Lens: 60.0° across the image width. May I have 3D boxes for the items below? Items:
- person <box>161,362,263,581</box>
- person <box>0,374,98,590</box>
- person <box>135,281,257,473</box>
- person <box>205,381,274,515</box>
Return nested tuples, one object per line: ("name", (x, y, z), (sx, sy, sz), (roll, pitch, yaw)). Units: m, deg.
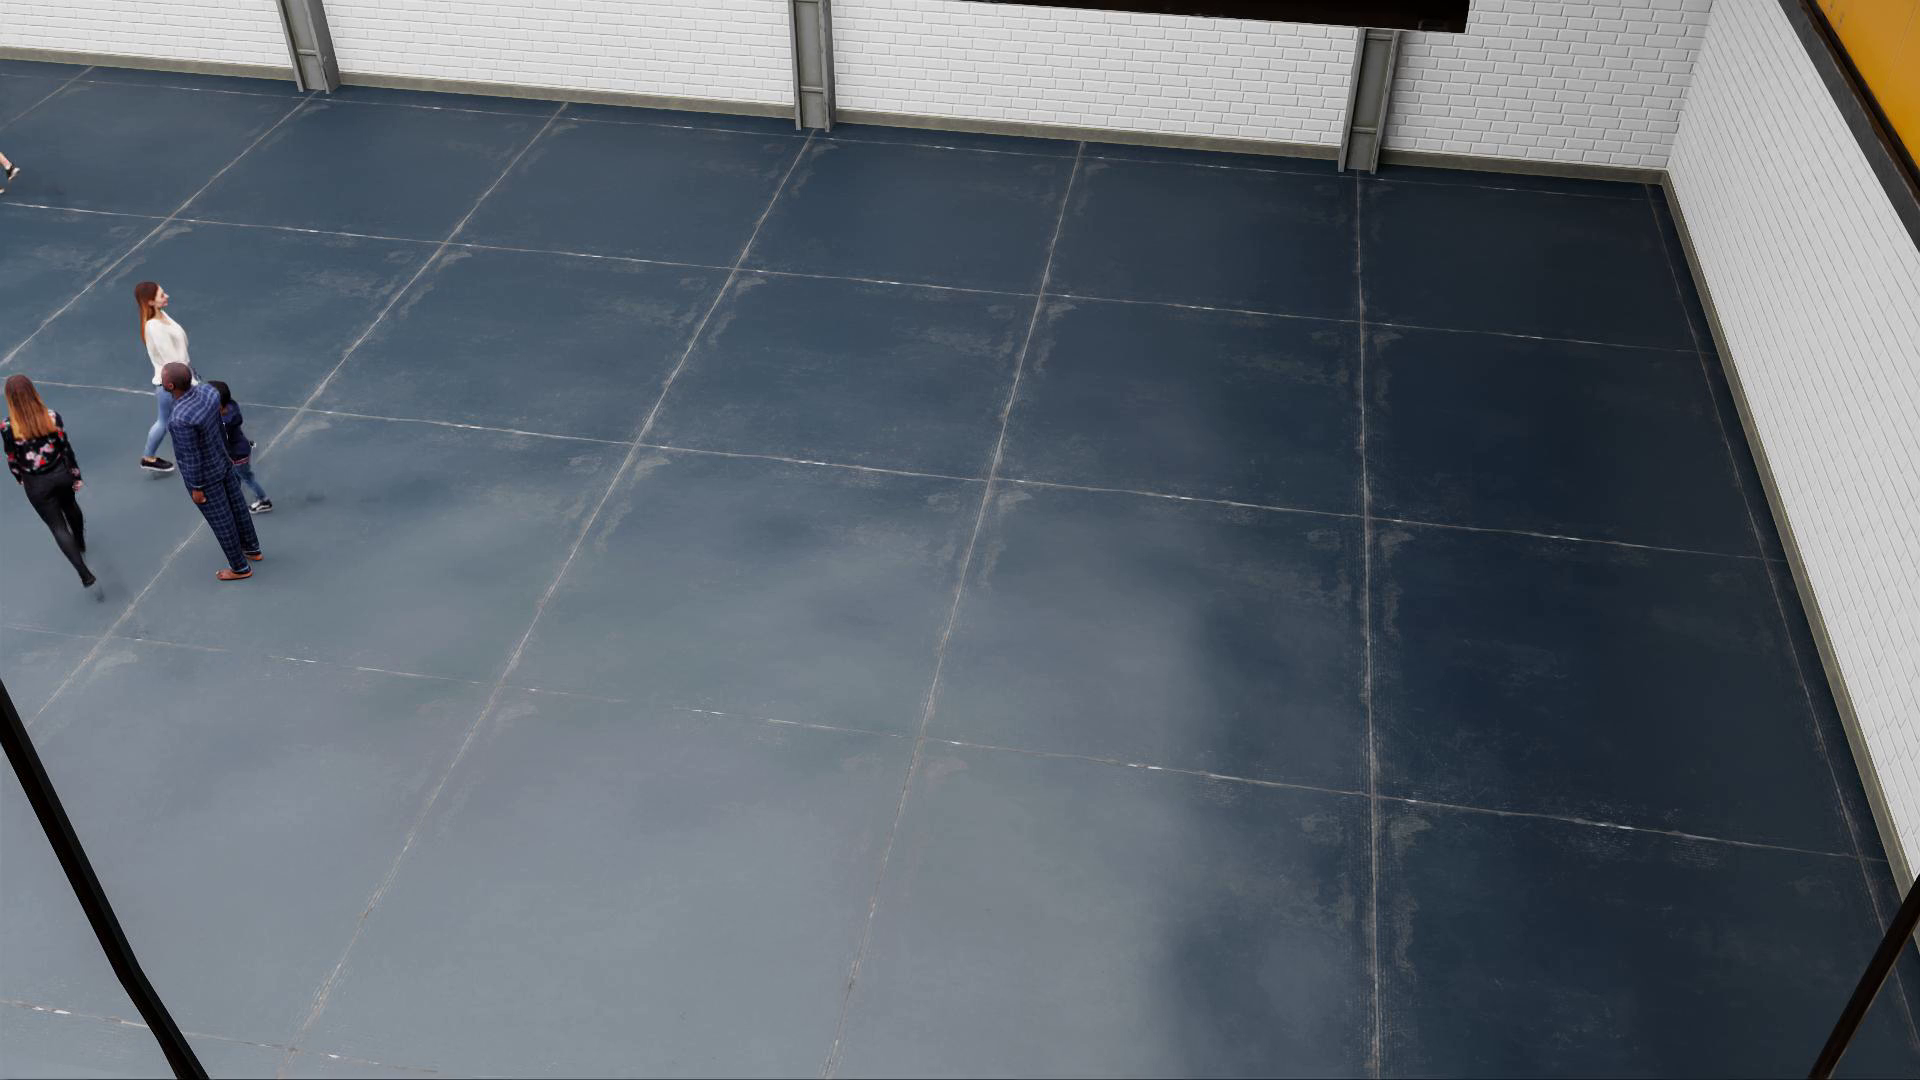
("person", (-5.450, -0.512, 12.075), (0.600, 1.825, 0.666), (5, 39, 6))
("person", (-6.586, -0.397, 12.073), (1.020, 1.646, 1.144), (-29, 47, -31))
("person", (-6.286, -1.231, 13.112), (1.191, 1.653, 0.942), (-10, 40, -13))
("person", (-5.545, -0.707, 12.812), (0.782, 1.209, 0.673), (-7, 39, -8))
